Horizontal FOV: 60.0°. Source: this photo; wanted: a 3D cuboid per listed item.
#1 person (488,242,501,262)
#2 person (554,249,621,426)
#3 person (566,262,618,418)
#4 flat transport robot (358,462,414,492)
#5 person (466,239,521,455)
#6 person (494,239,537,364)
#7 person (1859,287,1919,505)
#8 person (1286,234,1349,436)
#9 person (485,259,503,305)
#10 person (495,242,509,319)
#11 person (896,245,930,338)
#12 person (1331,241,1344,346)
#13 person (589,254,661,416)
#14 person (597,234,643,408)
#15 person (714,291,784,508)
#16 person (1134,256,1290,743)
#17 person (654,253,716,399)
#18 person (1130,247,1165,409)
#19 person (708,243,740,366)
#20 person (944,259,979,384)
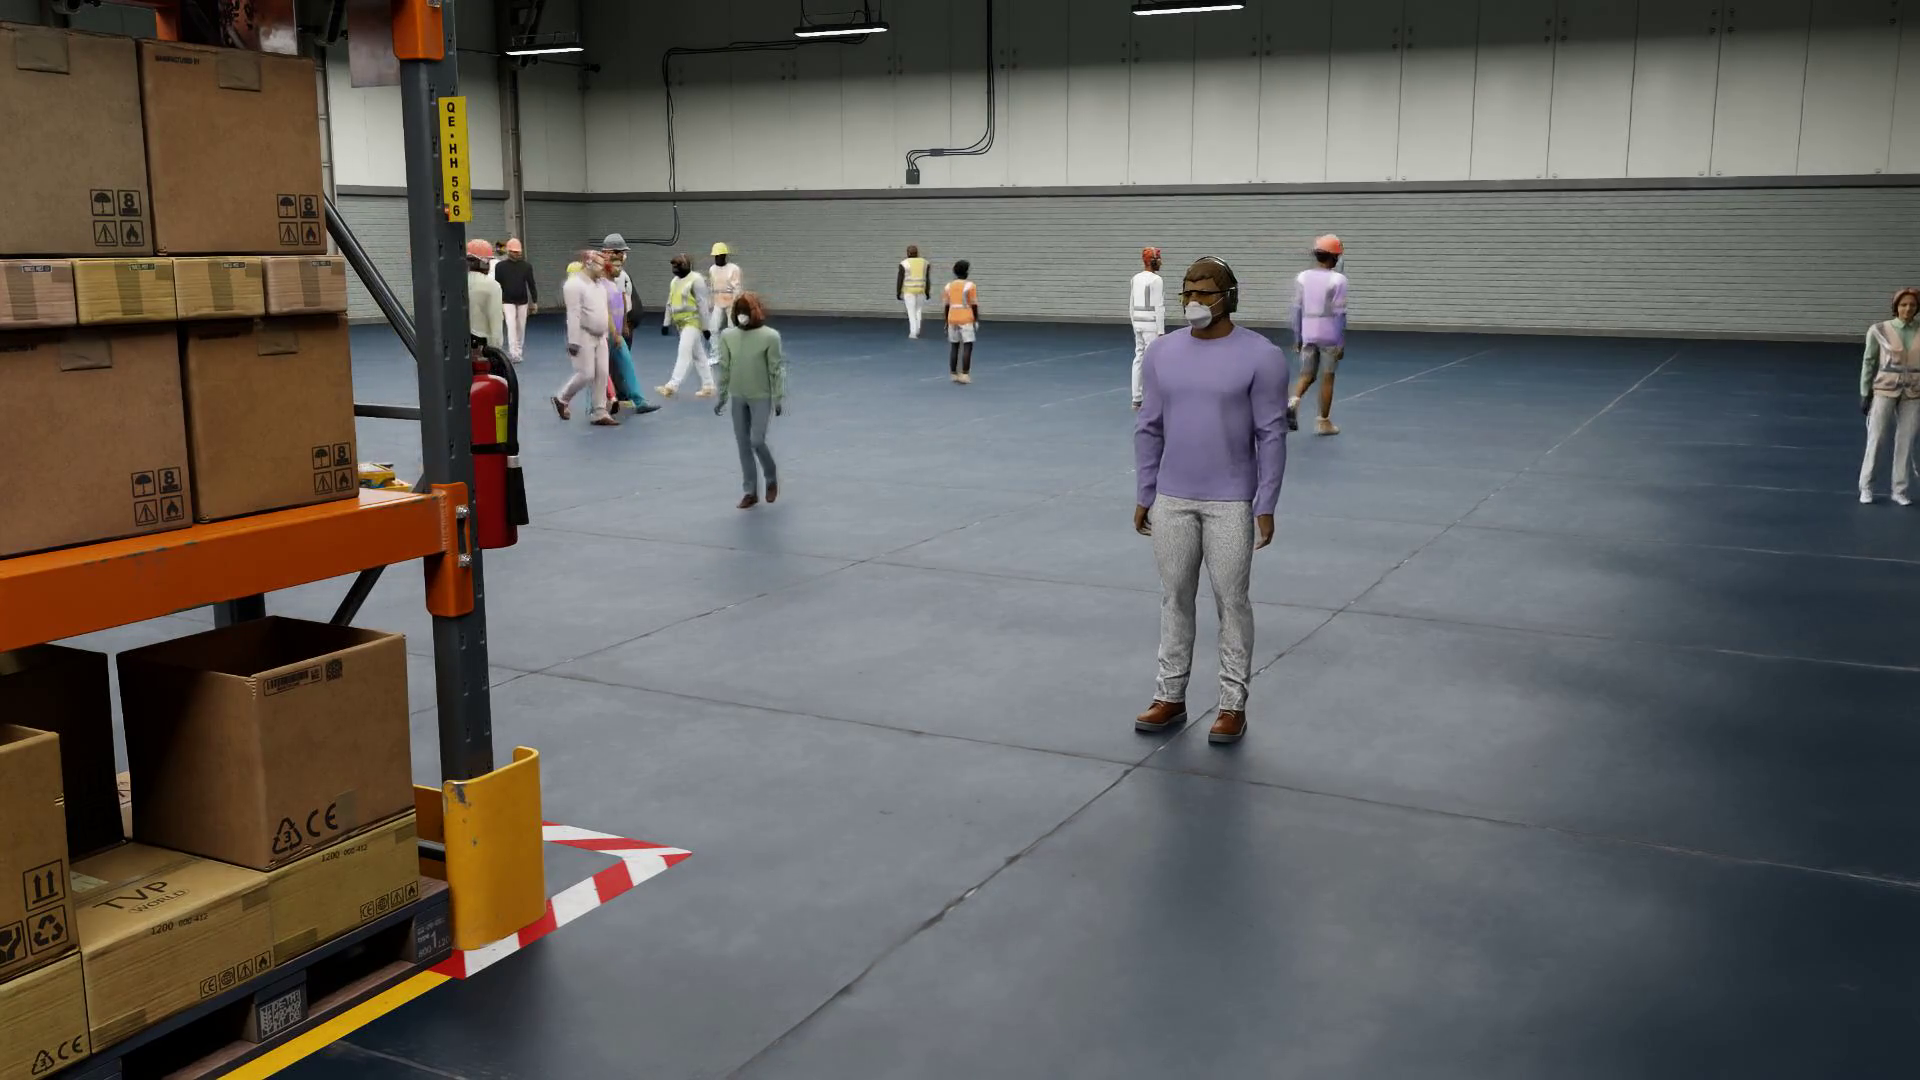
[{"bbox_3d":[-10.107,-5.442,35.702,0.651,1.867,0.910,-1,10,-5],"label":"person"},{"bbox_3d":[-3.989,-2.147,17.696,0.657,1.874,0.671,4,11,22],"label":"person"},{"bbox_3d":[-4.072,-2.198,18.364,0.598,1.725,0.413,-9,14,-42],"label":"person"},{"bbox_3d":[-4.986,-0.427,12.701,1.431,0.197,0.652,-7,13,-34],"label":"flat transport robot"},{"bbox_3d":[-4.265,-1.712,15.025,0.632,1.974,0.659,6,12,28],"label":"person"},{"bbox_3d":[-7.064,-3.792,26.481,0.639,1.962,0.850,-5,12,-26],"label":"person"},{"bbox_3d":[7.067,-1.080,12.532,0.526,1.638,0.310,3,11,14],"label":"person"},{"bbox_3d":[3.587,-2.038,16.680,0.622,2.030,0.613,-10,14,-44],"label":"person"},{"bbox_3d":[-8.559,-4.455,30.167,0.570,1.916,0.440,-9,14,-41],"label":"person"},{"bbox_3d":[-11.162,-6.308,40.468,0.534,1.853,0.459,7,12,32],"label":"person"},{"bbox_3d":[-0.955,-4.920,32.976,0.654,1.813,0.703,-4,11,-23],"label":"person"},{"bbox_3d":[6.825,-4.519,30.464,0.353,1.937,0.635,-4,11,-20],"label":"person"},{"bbox_3d":[-3.795,-2.274,18.572,0.878,1.806,0.580,3,11,14],"label":"person"},{"bbox_3d":[-4.012,-2.580,19.614,0.536,2.000,0.676,-6,12,-31],"label":"person"},{"bbox_3d":[-1.567,-1.034,12.332,0.497,1.618,0.339,4,11,22],"label":"person"},{"bbox_3d":[0.985,-0.159,6.688,0.635,1.939,0.362,6,12,30],"label":"person"},{"bbox_3d":[-3.448,-2.643,20.627,0.967,1.789,0.633,-7,13,-34],"label":"person"},{"bbox_3d":[2.188,-2.436,19.252,0.343,1.882,0.586,-5,12,-27],"label":"person"},{"bbox_3d":[-3.669,-3.620,25.683,0.610,1.899,0.770,5,12,27],"label":"person"},{"bbox_3d":[0.027,-2.990,22.789,0.540,1.695,0.316,8,13,36],"label":"person"}]
